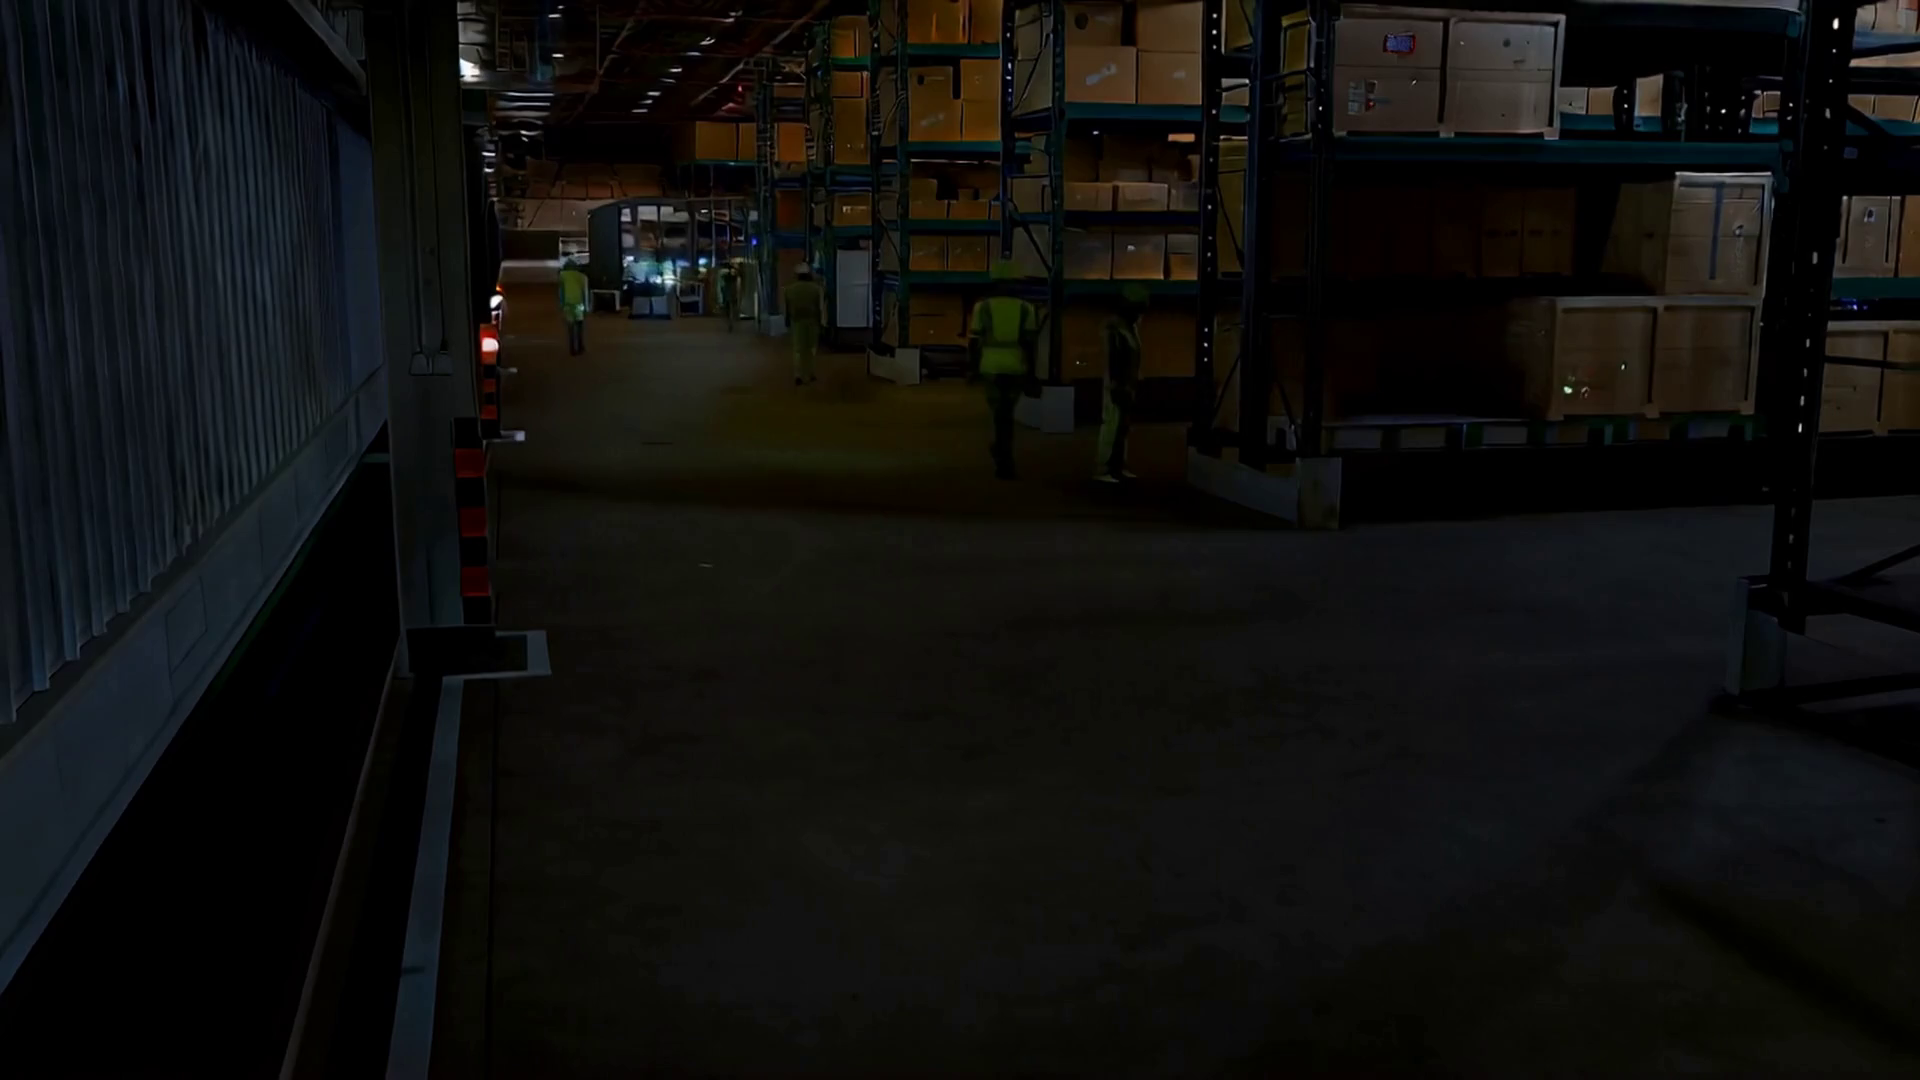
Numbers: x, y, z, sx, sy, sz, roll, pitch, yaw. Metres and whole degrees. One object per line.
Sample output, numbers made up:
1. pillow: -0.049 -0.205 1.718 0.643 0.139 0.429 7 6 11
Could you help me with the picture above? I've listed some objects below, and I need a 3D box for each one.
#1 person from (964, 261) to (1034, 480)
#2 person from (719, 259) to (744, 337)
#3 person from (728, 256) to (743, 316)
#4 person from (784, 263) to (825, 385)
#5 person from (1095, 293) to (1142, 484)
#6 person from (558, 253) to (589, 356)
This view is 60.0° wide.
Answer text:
1. person: 0.339 -1.517 14.759 0.555 1.878 1.007 -3 10 -15
2. person: -5.159 -5.460 37.518 0.570 1.735 0.509 -3 10 -14
3. person: -6.469 -7.329 48.129 0.485 1.735 0.346 5 11 24
4. person: -2.281 -3.187 24.537 0.616 1.778 0.958 0 10 3
5. person: 1.384 -1.295 14.276 0.333 1.627 0.522 6 11 29
6. person: -7.189 -4.386 31.003 0.564 1.883 0.975 -1 10 -7
